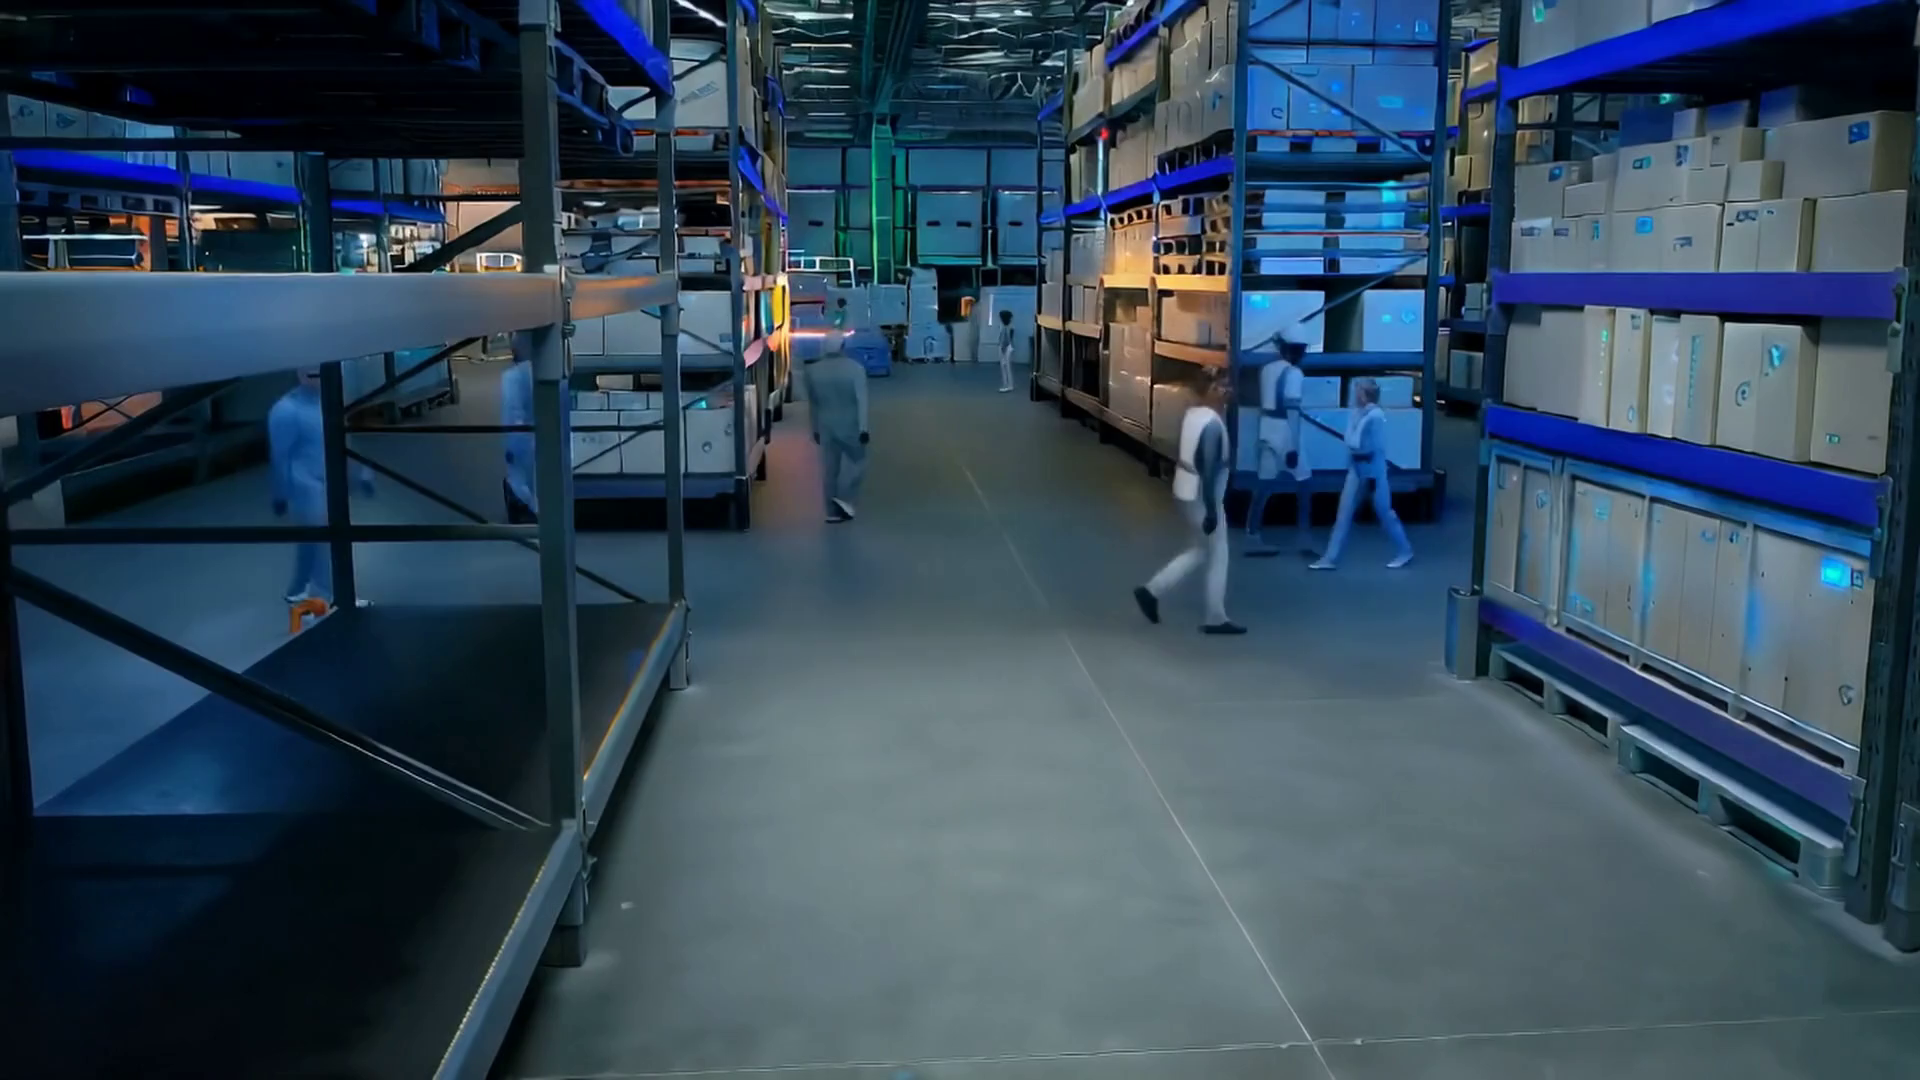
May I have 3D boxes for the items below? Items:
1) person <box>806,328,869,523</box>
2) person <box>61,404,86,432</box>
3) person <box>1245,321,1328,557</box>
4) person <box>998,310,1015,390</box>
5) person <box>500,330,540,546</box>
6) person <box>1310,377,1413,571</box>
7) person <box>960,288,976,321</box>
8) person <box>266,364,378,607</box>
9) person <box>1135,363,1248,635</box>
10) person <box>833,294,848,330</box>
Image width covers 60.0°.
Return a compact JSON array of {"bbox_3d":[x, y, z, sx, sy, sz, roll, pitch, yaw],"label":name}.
[{"bbox_3d":[-1.158,-1.103,16.144,0.675,1.891,0.427,5,10,26],"label":"person"},{"bbox_3d":[-13.322,-2.403,24.928,0.529,1.694,0.321,3,9,16],"label":"person"},{"bbox_3d":[2.843,-0.846,14.168,0.916,2.002,0.640,-3,10,-18],"label":"person"},{"bbox_3d":[0.939,-3.949,34.674,0.490,1.677,0.551,-1,9,-6],"label":"person"},{"bbox_3d":[-3.709,-0.864,14.535,0.546,1.927,0.626,6,11,34],"label":"person"},{"bbox_3d":[3.325,-0.528,13.495,0.905,1.591,0.524,-3,10,-18],"label":"person"},{"bbox_3d":[0.296,-8.334,61.453,0.644,1.928,0.635,5,10,27],"label":"person"},{"bbox_3d":[-4.531,-0.393,11.831,1.011,1.852,0.661,4,10,23],"label":"person"},{"bbox_3d":[1.567,-0.266,11.078,0.660,1.830,0.574,-1,9,-6],"label":"person"},{"bbox_3d":[-3.051,-5.314,42.493,0.415,1.919,0.576,-1,9,-9],"label":"person"}]
